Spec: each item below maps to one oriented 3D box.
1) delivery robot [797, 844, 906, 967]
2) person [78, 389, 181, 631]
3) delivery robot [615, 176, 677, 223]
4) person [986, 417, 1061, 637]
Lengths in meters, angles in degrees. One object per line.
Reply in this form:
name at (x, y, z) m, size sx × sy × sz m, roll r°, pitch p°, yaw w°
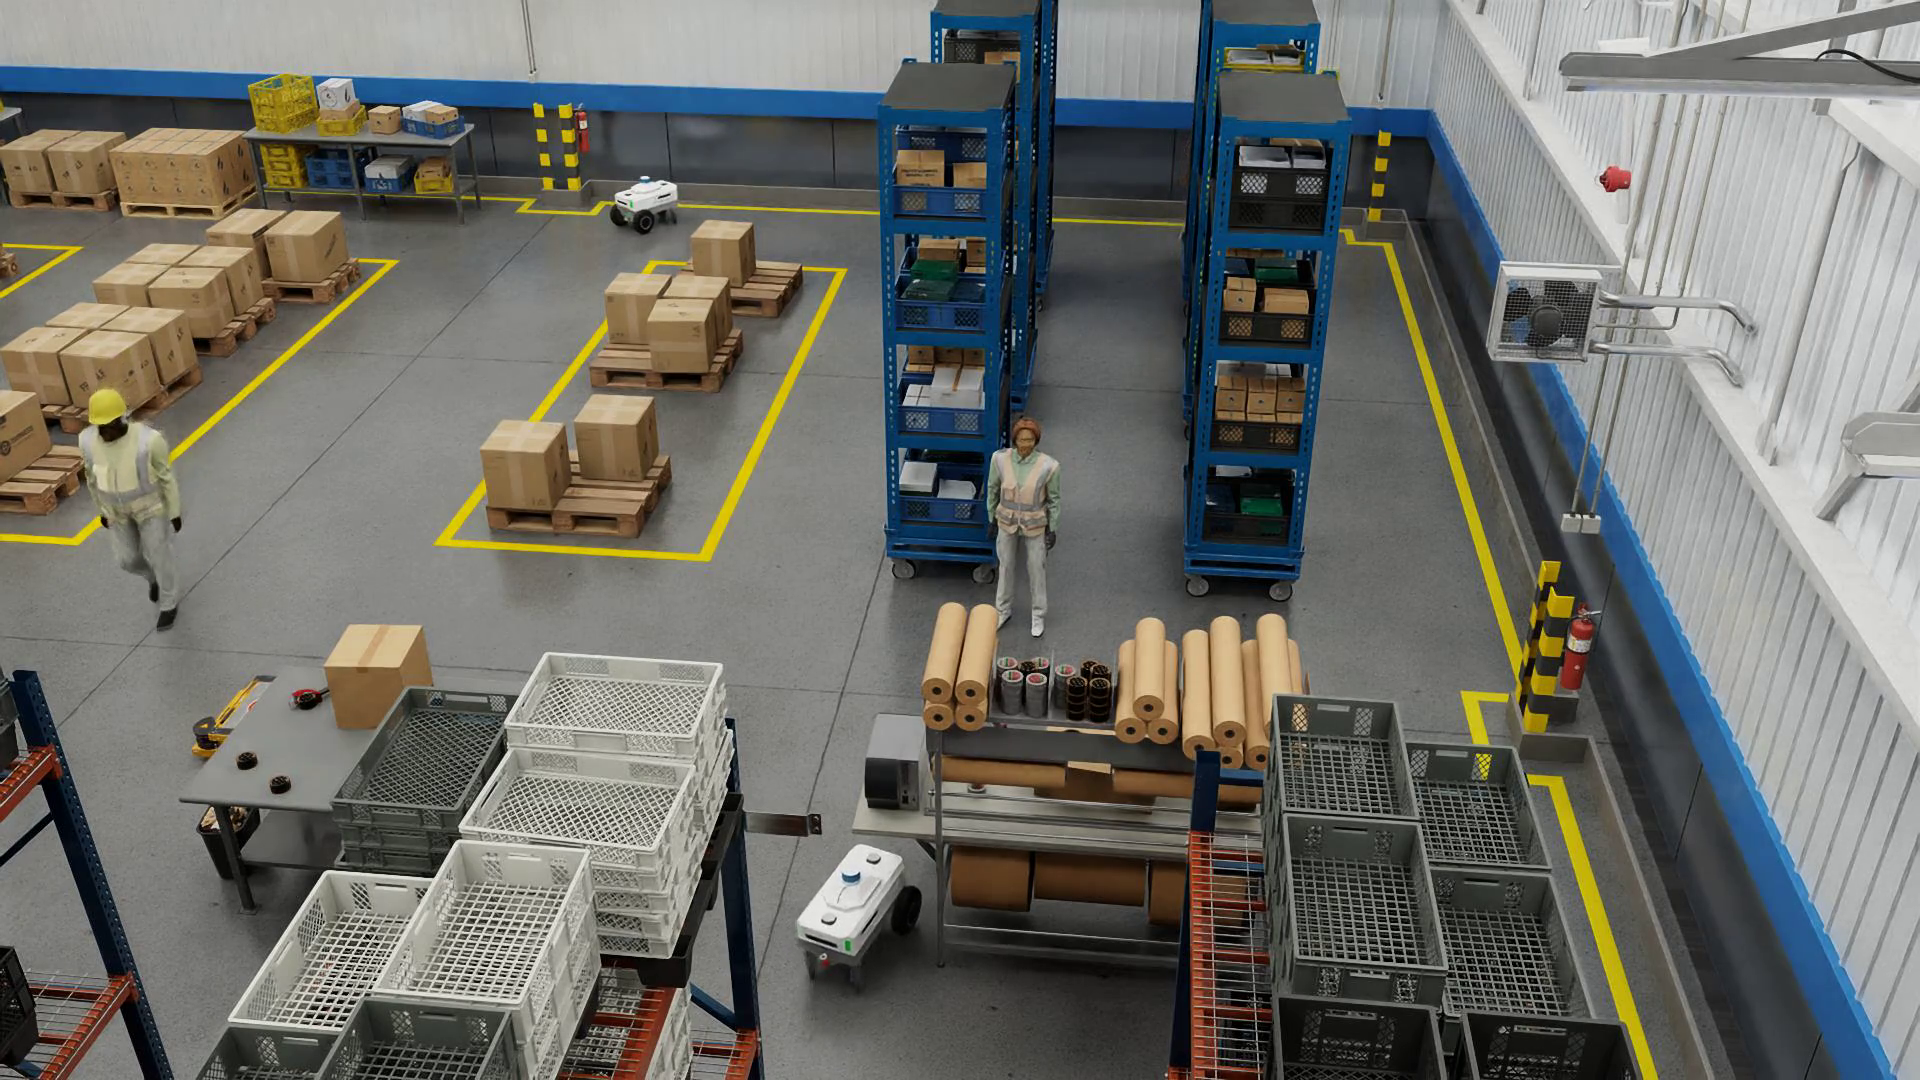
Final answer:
delivery robot at (-0.579, 1.950, 8.926) m, size 0.477 × 0.478 × 0.707 m, roll 13°, pitch 33°, yaw 21°
person at (-5.699, -0.241, 11.530) m, size 0.601 × 1.816 × 0.453 m, roll -2°, pitch 30°, yaw -3°
delivery robot at (-3.576, -3.907, 18.986) m, size 0.477 × 0.478 × 0.707 m, roll 24°, pitch 38°, yaw 35°
person at (0.432, -0.093, 11.456) m, size 0.518 × 1.639 × 0.307 m, roll 8°, pitch 31°, yaw 14°
